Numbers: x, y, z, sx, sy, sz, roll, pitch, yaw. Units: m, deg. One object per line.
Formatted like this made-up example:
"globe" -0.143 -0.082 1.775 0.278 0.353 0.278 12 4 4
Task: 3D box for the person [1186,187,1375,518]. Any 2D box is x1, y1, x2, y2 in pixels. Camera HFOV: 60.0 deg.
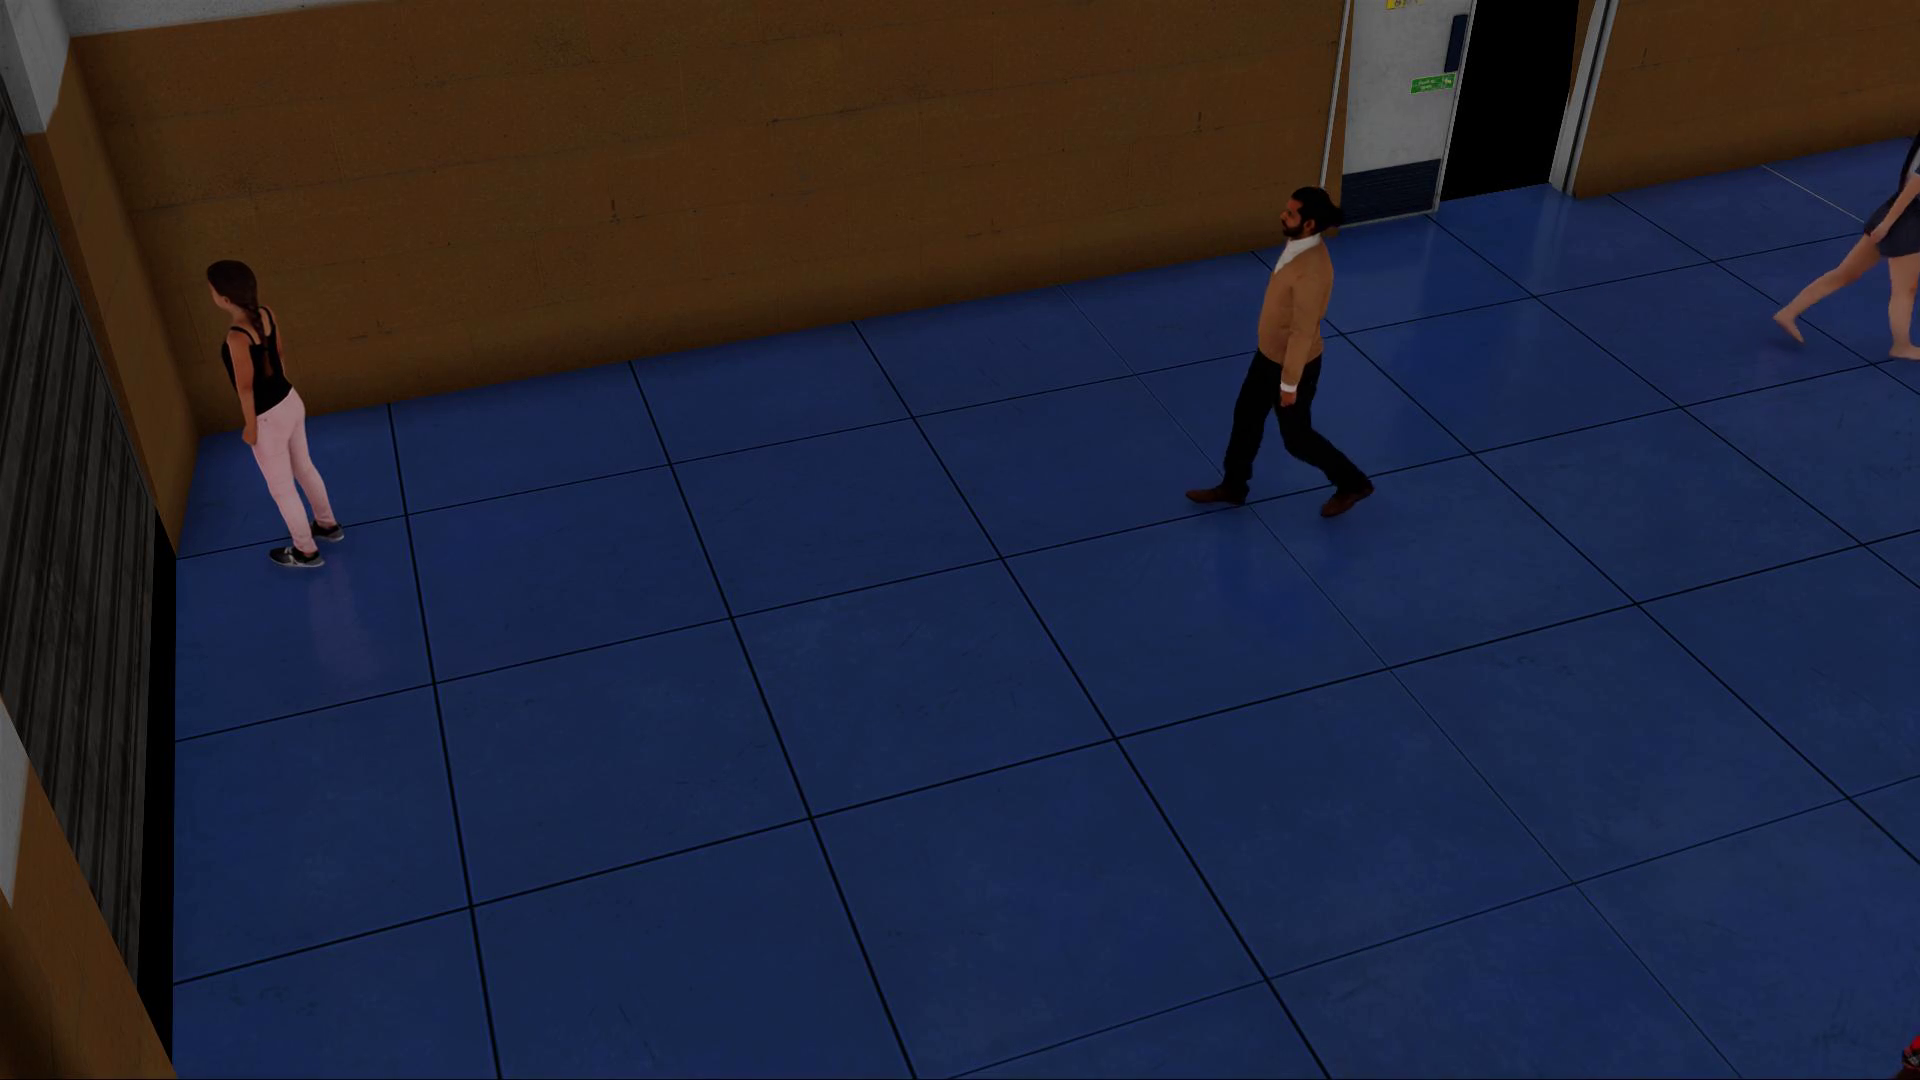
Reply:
"person" 1.622 -0.829 7.809 0.993 1.734 1.159 0 37 1

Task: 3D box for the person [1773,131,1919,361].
"person" 5.016 -1.707 9.103 1.101 1.585 1.081 15 39 19

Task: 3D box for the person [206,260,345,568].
"person" -3.138 -0.571 7.608 0.645 1.563 0.558 4 37 5
